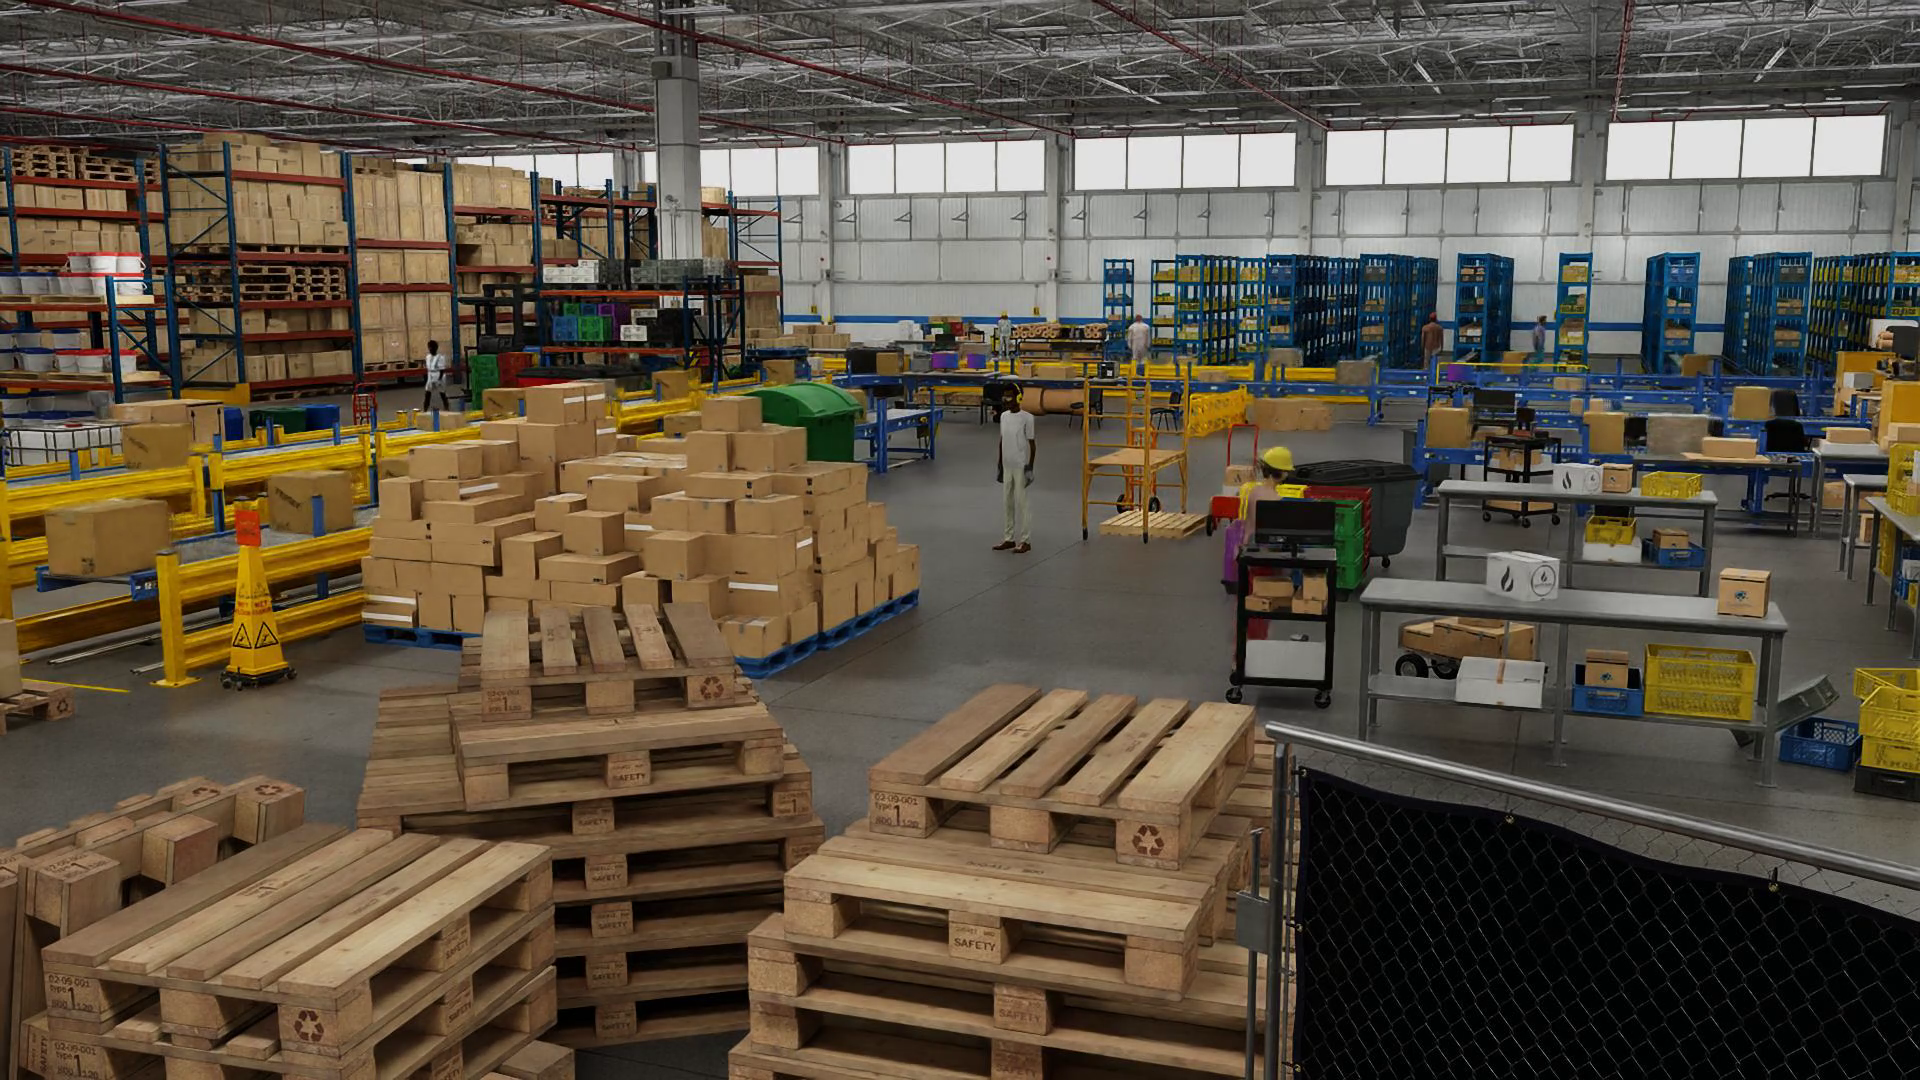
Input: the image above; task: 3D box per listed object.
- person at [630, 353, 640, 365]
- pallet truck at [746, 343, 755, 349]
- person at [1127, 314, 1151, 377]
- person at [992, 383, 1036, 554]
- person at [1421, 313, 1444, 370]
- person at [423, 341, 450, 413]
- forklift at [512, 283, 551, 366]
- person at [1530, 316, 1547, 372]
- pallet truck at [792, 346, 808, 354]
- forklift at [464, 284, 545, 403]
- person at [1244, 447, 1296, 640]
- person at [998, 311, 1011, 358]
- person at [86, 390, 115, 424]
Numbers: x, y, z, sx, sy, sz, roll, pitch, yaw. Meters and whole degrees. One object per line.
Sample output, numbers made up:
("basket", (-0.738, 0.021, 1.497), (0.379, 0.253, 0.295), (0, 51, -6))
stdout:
("person", (-8.706, -4.823, 44.331), (0.632, 1.603, 0.509), (-7, 12, -39))
("pallet truck", (-6.183, -4.618, 44.264), (1.601, 1.201, 0.680), (-9, 12, -43))
("person", (5.309, -5.761, 49.413), (0.672, 1.867, 0.906), (0, 9, 2))
("person", (0.600, -0.783, 18.171), (0.310, 1.868, 0.532), (-9, 12, -43))
("person", (13.601, -5.561, 47.898), (0.623, 1.954, 0.939), (3, 9, 16))
("person", (-11.078, -3.351, 34.957), (0.550, 1.643, 0.868), (4, 10, 26))
("forklift", (-11.710, -5.628, 45.425), (1.129, 2.768, 1.873), (3, 10, 20))
("person", (17.308, -5.780, 49.661), (0.445, 1.831, 0.560), (4, 10, 25))
("pallet truck", (-3.705, -4.298, 42.022), (0.653, 1.274, 1.630), (3, 10, 20))
("forklift", (-10.832, -4.702, 39.610), (1.129, 2.768, 1.873), (3, 10, 20))
("person", (2.340, 0.161, 12.619), (0.512, 1.742, 0.555), (-2, 9, -11))
("person", (1.627, -7.501, 60.781), (0.480, 1.733, 0.336), (-1, 9, -5))
("person", (-14.278, -2.265, 27.631), (0.623, 1.814, 0.428), (4, 10, 22))
